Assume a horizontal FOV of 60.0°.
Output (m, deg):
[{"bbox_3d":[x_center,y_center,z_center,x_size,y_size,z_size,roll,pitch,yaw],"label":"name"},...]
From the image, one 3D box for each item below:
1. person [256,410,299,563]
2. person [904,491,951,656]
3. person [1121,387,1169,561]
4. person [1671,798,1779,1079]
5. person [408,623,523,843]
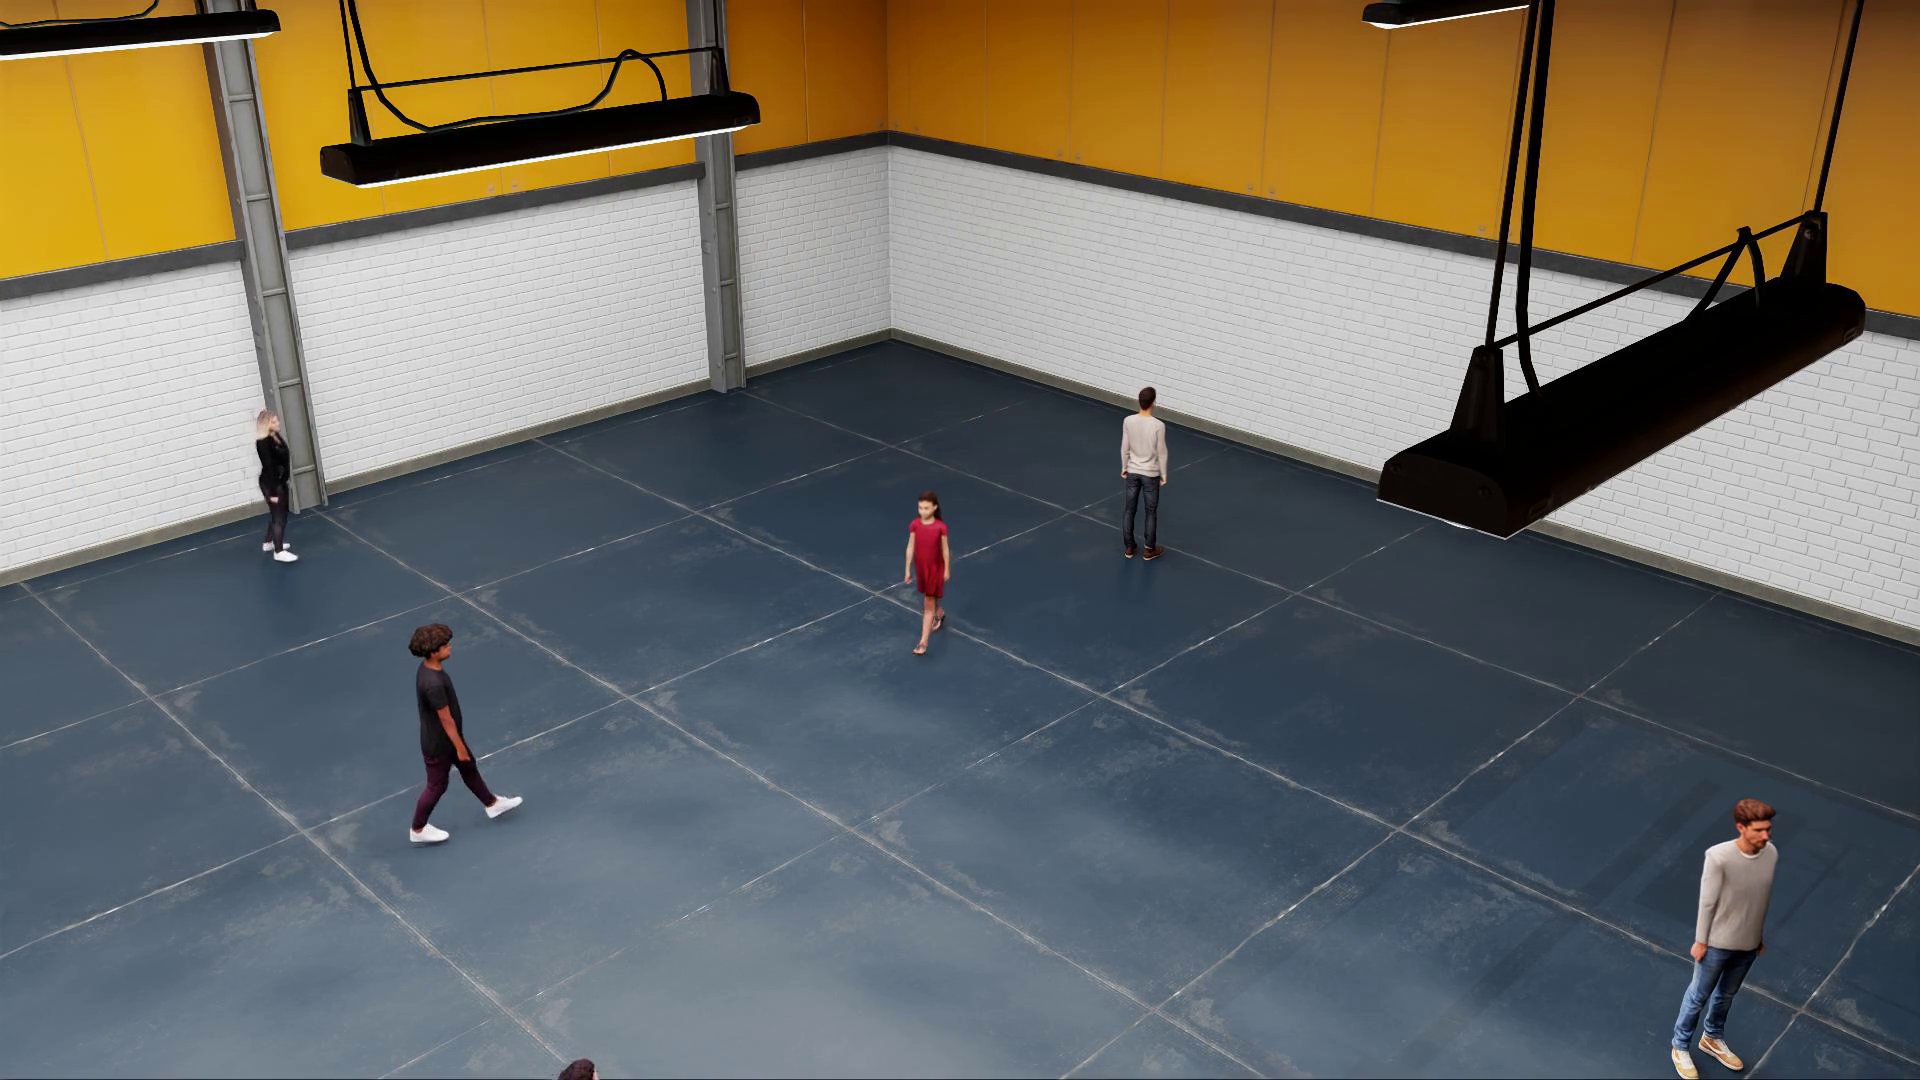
[{"bbox_3d":[-7.095,-0.535,17.104,0.878,1.654,0.828,-7,25,-16],"label":"person"},{"bbox_3d":[-0.263,0.242,15.509,0.902,1.509,1.172,7,25,16],"label":"person"},{"bbox_3d":[1.895,-0.694,17.204,0.724,1.867,0.673,12,26,25],"label":"person"},{"bbox_3d":[4.654,2.393,10.093,0.683,1.905,0.806,-7,25,-16],"label":"person"},{"bbox_3d":[-3.939,1.473,12.408,1.174,1.738,0.957,-8,25,-17],"label":"person"}]
